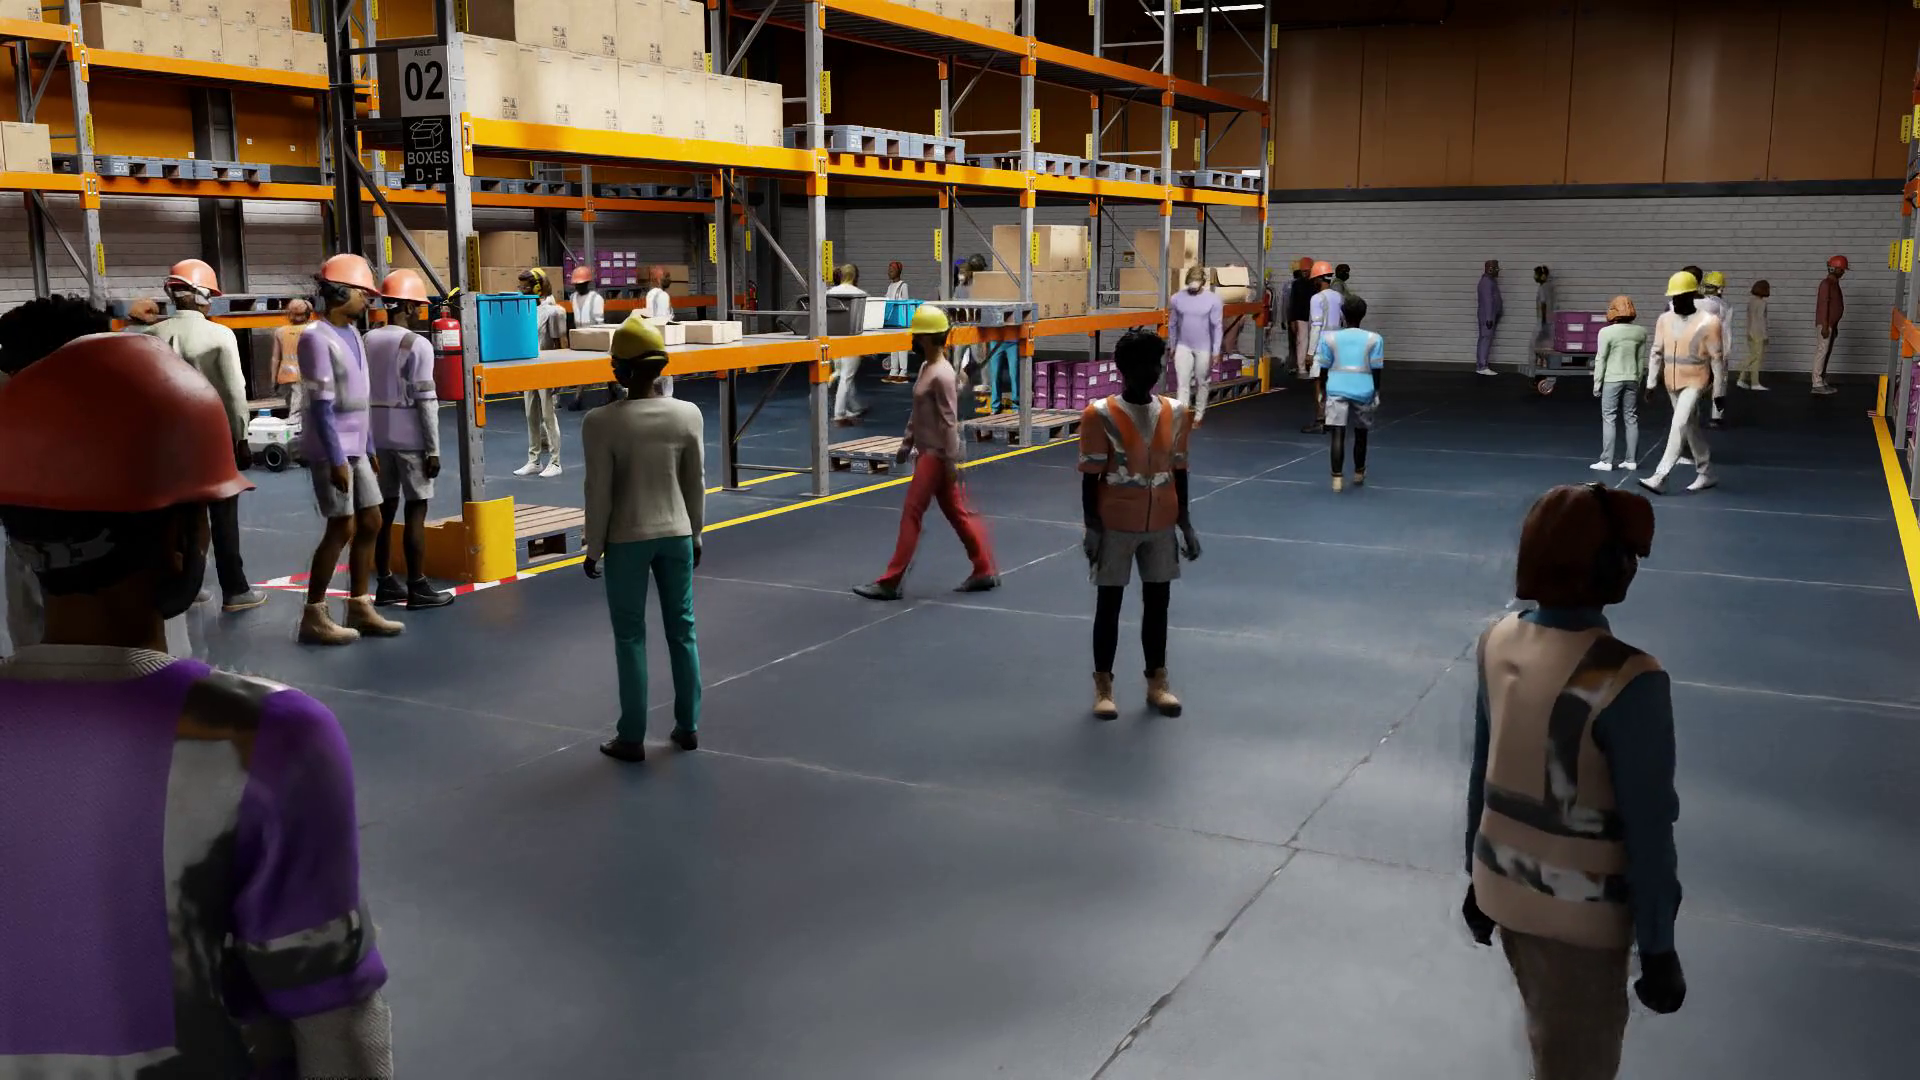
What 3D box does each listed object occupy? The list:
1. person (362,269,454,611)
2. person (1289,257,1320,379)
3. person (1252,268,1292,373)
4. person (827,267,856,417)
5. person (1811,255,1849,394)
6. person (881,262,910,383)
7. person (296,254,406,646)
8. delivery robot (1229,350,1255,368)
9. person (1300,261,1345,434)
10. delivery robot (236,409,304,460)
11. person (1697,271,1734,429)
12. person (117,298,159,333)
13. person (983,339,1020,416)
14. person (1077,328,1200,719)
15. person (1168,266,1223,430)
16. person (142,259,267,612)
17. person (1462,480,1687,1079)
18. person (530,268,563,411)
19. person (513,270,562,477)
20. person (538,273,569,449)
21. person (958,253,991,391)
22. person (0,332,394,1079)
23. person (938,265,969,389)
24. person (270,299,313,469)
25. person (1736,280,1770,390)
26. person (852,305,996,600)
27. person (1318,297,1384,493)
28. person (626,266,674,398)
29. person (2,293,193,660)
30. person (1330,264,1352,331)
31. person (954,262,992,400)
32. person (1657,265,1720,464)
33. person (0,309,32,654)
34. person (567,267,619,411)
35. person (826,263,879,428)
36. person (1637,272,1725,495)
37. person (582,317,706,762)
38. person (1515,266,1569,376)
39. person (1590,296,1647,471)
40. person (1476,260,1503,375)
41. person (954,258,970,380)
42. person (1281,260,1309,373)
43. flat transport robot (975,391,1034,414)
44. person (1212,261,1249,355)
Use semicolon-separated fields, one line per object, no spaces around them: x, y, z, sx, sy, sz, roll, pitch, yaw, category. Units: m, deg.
-3.148;-0.564;9.471;0.540;1.929;0.383;5;11;27;person
5.617;-3.521;26.545;0.688;1.964;0.539;0;10;-2;person
5.055;-3.551;27.142;0.696;1.799;0.611;1;10;6;person
-1.538;-2.410;20.376;0.526;1.854;0.539;-8;12;-37;person
12.551;-3.103;23.998;0.392;1.986;0.610;8;13;38;person
-0.994;-3.379;25.892;0.352;1.883;0.580;-6;12;-33;person
-3.189;-0.471;8.664;0.444;2.006;0.654;0;10;1;person
4.155;-2.619;25.060;0.707;0.478;0.477;-8;12;-39;delivery robot
4.049;-2.146;18.628;0.542;1.929;0.369;-10;14;-44;person
-6.495;-0.979;15.570;0.707;0.478;0.477;2;10;12;delivery robot
8.605;-2.164;19.081;0.596;1.813;0.613;10;14;44;person
-7.594;-1.456;15.588;0.500;1.594;0.697;-1;10;-8;person
0.554;-2.387;20.294;0.561;1.836;0.379;2;10;10;person
0.765;-0.071;7.270;0.564;1.704;0.326;-3;10;-19;person
2.637;-2.141;18.750;0.642;1.868;1.071;3;10;17;person
-4.278;-0.579;9.390;0.611;1.985;0.393;2;10;10;person
1.058;0.695;3.103;0.704;1.613;0.517;-2;10;-12;person
-5.380;-2.558;21.283;0.588;1.833;0.404;2;10;13;person
-3.828;-1.497;15.052;0.533;1.864;0.310;6;11;30;person
-4.290;-1.818;17.069;0.519;1.824;0.784;0;10;-2;person
0.222;-3.166;24.202;0.660;2.000;0.692;-6;12;-33;person
-0.899;0.740;1.890;0.551;1.936;0.356;0;10;2;person
-0.084;-3.169;24.797;0.635;1.842;0.429;5;11;29;person
-6.285;-1.491;15.813;0.521;1.578;0.848;3;10;15;person
11.794;-3.028;24.603;0.322;1.635;0.517;1;10;4;person
-0.182;-0.506;9.743;0.878;1.723;0.532;-1;10;-7;person
3.327;-1.245;14.207;0.545;1.642;0.886;2;10;14;person
-3.855;-2.514;20.956;0.741;1.859;0.588;-6;11;-29;person
-2.319;0.320;4.381;1.003;1.907;0.633;1;10;5;person
6.346;-3.685;27.802;0.430;1.839;0.619;2;10;10;person
0.059;-2.830;22.685;0.989;1.890;0.644;-8;13;-40;person
6.982;-1.678;16.006;0.592;1.902;0.460;-5;11;-25;person
-3.595;-0.016;6.641;0.641;1.808;0.632;5;11;27;person
-4.757;-2.601;21.520;0.552;1.855;1.070;4;11;22;person
-1.232;-2.286;19.510;0.654;1.892;0.948;7;12;33;person
6.083;-1.314;13.996;1.038;1.861;0.582;-4;11;-24;person
-1.261;0.000;6.663;0.530;1.772;0.302;-7;12;-36;person
9.718;-3.618;27.464;0.593;1.817;0.948;-9;13;-43;person
6.145;-1.456;15.518;0.498;1.626;0.288;-2;10;-13;person
8.809;-3.700;27.685;0.409;1.907;0.649;2;10;12;person
-0.032;-3.505;26.474;0.620;1.931;0.510;4;11;24;person
5.699;-3.755;28.000;0.610;1.903;0.498;-1;10;-6;person
0.786;-1.748;21.115;0.652;0.197;1.431;5;11;26;flat transport robot
4.340;-3.563;26.930;0.418;1.889;0.677;-9;13;-42;person
